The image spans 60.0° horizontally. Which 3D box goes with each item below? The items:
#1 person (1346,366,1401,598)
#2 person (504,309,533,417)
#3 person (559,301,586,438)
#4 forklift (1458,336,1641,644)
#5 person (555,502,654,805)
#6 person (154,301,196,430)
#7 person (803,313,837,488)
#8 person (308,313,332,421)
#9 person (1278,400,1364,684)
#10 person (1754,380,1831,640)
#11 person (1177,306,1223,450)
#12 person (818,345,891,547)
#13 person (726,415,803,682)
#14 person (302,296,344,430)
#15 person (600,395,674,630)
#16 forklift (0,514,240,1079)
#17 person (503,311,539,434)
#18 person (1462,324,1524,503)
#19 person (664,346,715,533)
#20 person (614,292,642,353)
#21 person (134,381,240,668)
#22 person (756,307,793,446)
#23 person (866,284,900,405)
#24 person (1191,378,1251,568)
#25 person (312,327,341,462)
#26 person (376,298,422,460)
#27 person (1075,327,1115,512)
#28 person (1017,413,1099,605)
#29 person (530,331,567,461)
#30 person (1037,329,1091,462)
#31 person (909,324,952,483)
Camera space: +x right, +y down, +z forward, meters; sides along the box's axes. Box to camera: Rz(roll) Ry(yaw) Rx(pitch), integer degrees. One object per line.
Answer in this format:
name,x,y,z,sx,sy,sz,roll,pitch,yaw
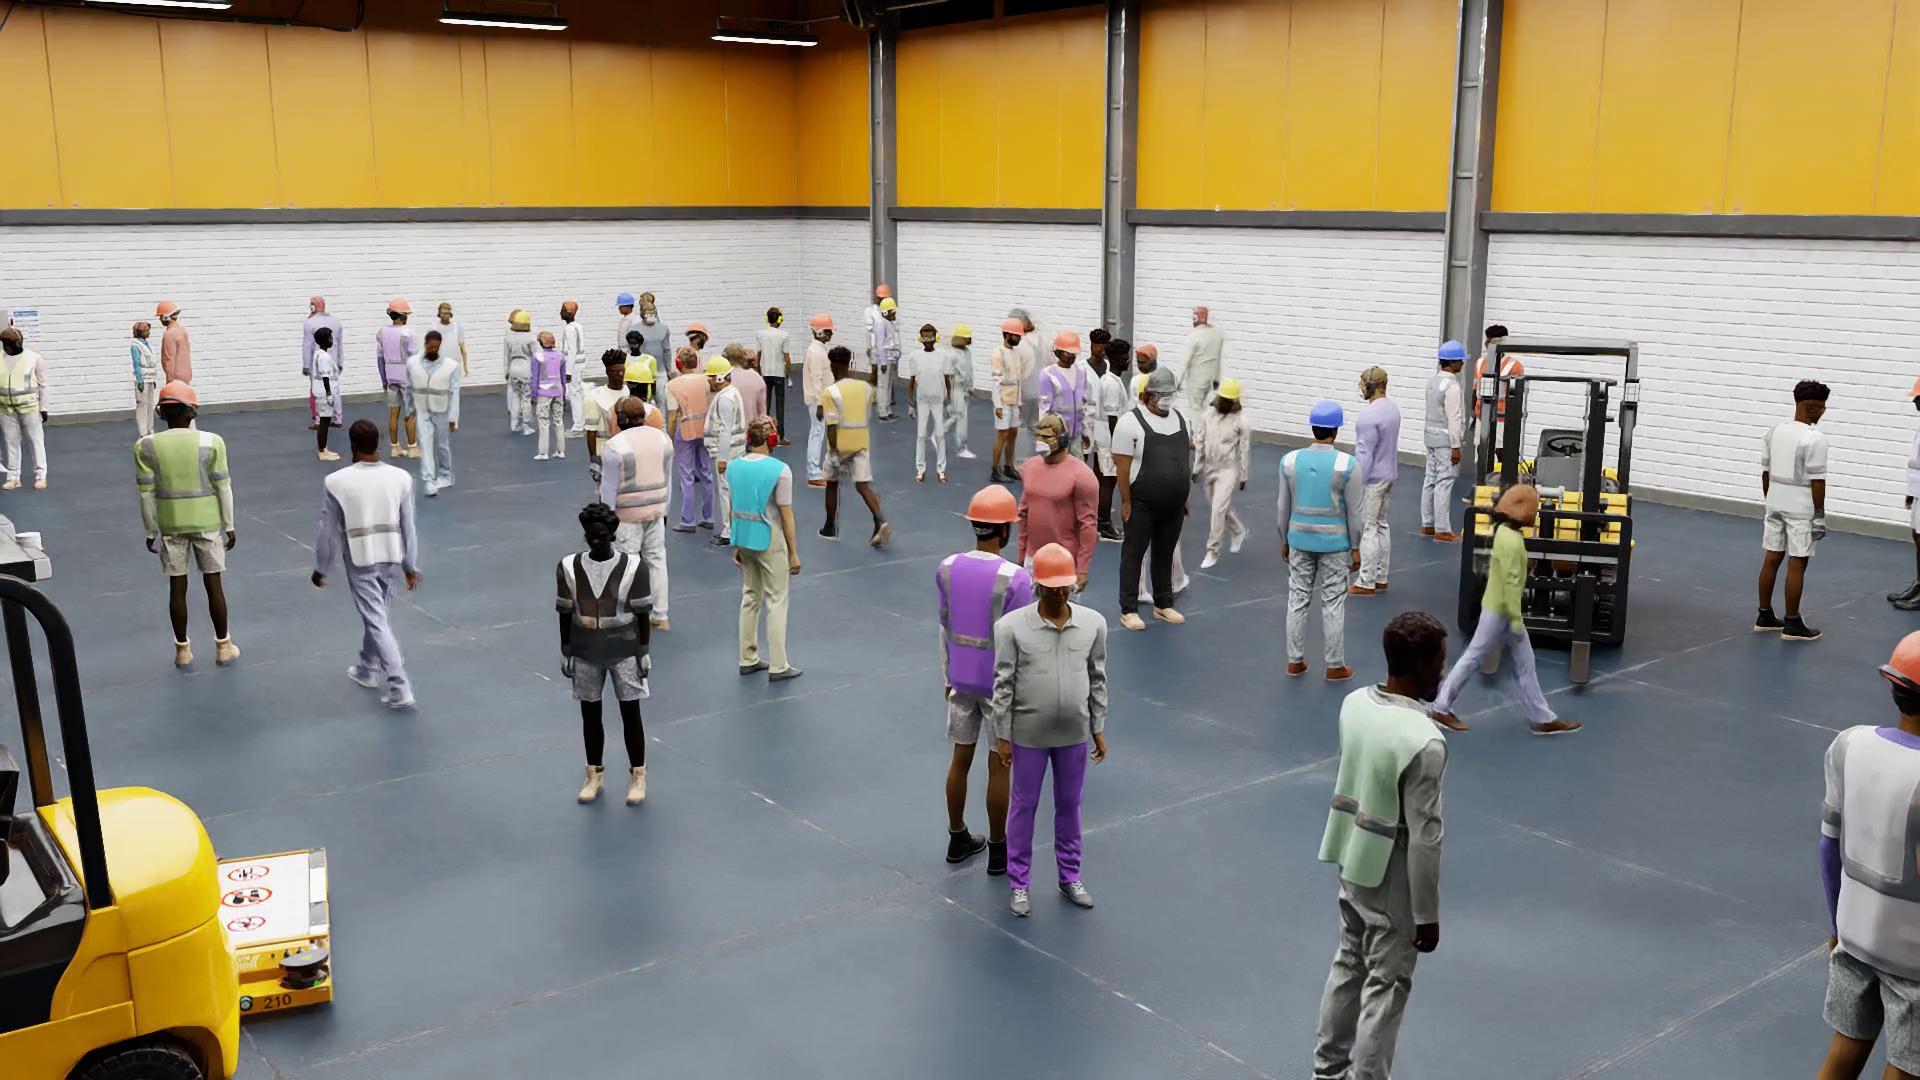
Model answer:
person,3.439,-0.482,13.851,0.383,1.928,0.635,8,14,34
person,-6.697,-2.680,25.175,0.515,1.628,0.282,10,15,40
person,-5.362,-2.358,23.006,0.353,1.884,0.578,-1,12,-4
forklift,4.683,-0.471,13.136,1.214,2.155,2.313,4,12,20
person,-1.941,0.618,9.110,0.536,1.688,0.320,0,12,1
person,-10.146,-2.098,21.525,0.410,1.980,0.631,-1,12,-6
person,-1.594,-1.594,19.050,0.402,1.990,0.622,-1,12,-4
person,-9.466,-2.563,24.594,0.503,1.636,0.280,7,14,31
person,2.467,0.015,11.384,0.603,1.949,0.389,8,14,32
person,6.298,-0.229,12.541,0.379,1.958,0.600,-3,12,-14
person,3.086,-2.130,21.892,0.684,1.882,0.571,-11,16,-41
person,-1.030,-0.893,15.875,0.579,1.919,0.950,-7,14,-31
person,-1.371,0.060,11.452,0.584,1.830,0.393,9,15,37
person,-9.130,-2.533,23.815,0.405,1.901,0.647,6,13,26
person,-2.457,-0.184,12.631,0.429,1.836,0.632,11,16,42
forklift,-3.687,1.115,5.480,2.313,2.155,1.214,-9,15,-36
person,-6.101,-2.344,23.314,0.525,1.729,0.452,3,12,16
person,5.728,-1.335,17.864,0.361,1.963,0.617,-8,14,-33
person,-2.659,-0.987,16.472,0.564,1.847,0.397,-11,16,-44
person,-4.760,-2.592,23.987,0.408,1.942,0.616,-8,14,-34
person,-5.452,-0.105,11.764,0.605,2.033,0.392,-3,12,-16
person,-2.479,-2.178,22.216,0.521,1.857,0.343,4,12,19
person,-1.229,-3.111,26.557,0.573,1.931,0.394,-2,12,-11
person,2.423,-0.640,15.140,0.510,1.706,0.816,10,15,40
person,-7.994,-1.837,20.970,0.321,1.693,0.539,-5,13,-25
person,-7.055,-2.036,21.066,0.616,2.040,0.382,4,12,20
person,1.413,-1.240,17.422,0.602,1.959,0.379,-7,14,-30
person,0.611,0.135,10.829,0.627,1.940,0.371,11,16,44
person,-5.192,-1.823,21.040,0.318,1.631,0.523,10,15,39
person,1.047,-1.064,16.407,0.619,2.029,0.410,-9,15,-38
person,-0.345,-1.588,19.353,0.510,1.861,0.324,0,12,0
